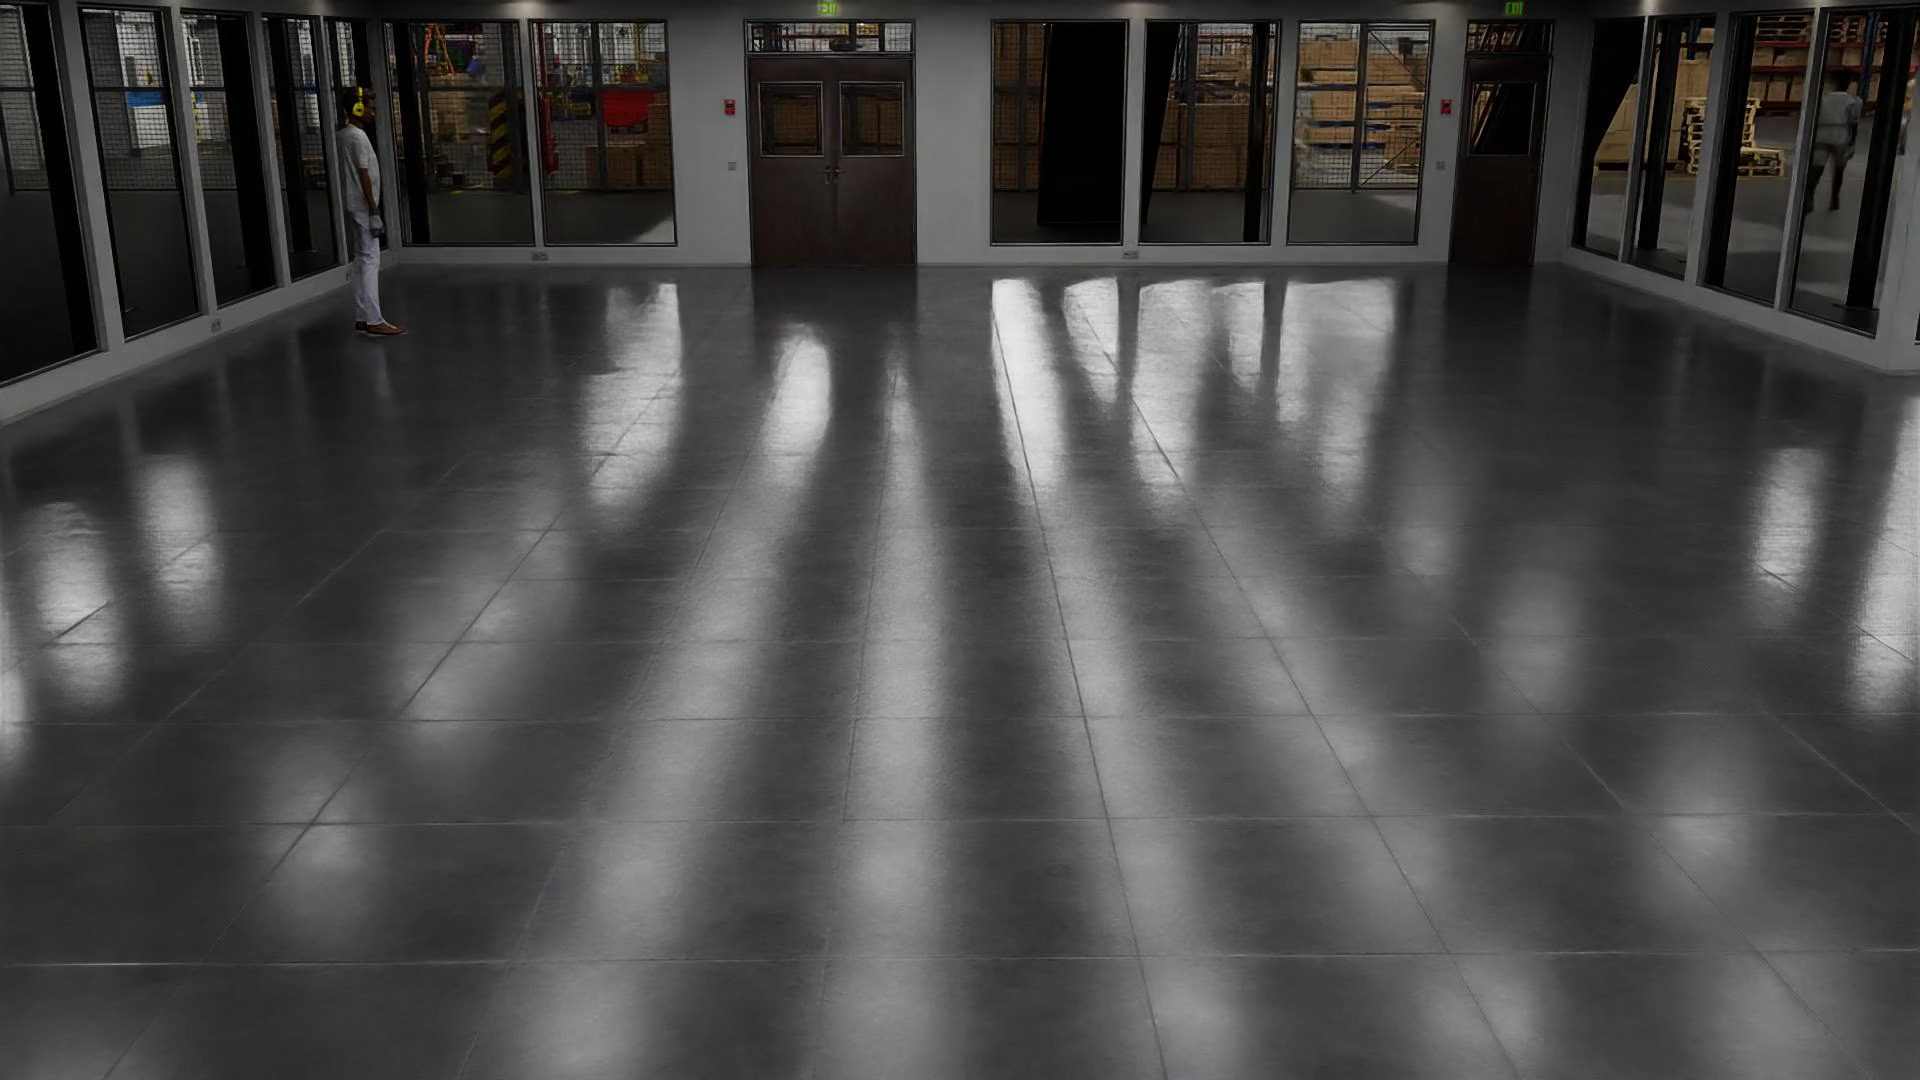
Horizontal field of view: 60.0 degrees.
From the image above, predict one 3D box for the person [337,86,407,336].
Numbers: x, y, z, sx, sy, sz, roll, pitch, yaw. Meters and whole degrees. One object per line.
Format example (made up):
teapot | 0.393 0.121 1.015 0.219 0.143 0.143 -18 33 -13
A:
person | -4.521 -2.493 12.670 0.329 1.865 0.516 -12 20 -34
